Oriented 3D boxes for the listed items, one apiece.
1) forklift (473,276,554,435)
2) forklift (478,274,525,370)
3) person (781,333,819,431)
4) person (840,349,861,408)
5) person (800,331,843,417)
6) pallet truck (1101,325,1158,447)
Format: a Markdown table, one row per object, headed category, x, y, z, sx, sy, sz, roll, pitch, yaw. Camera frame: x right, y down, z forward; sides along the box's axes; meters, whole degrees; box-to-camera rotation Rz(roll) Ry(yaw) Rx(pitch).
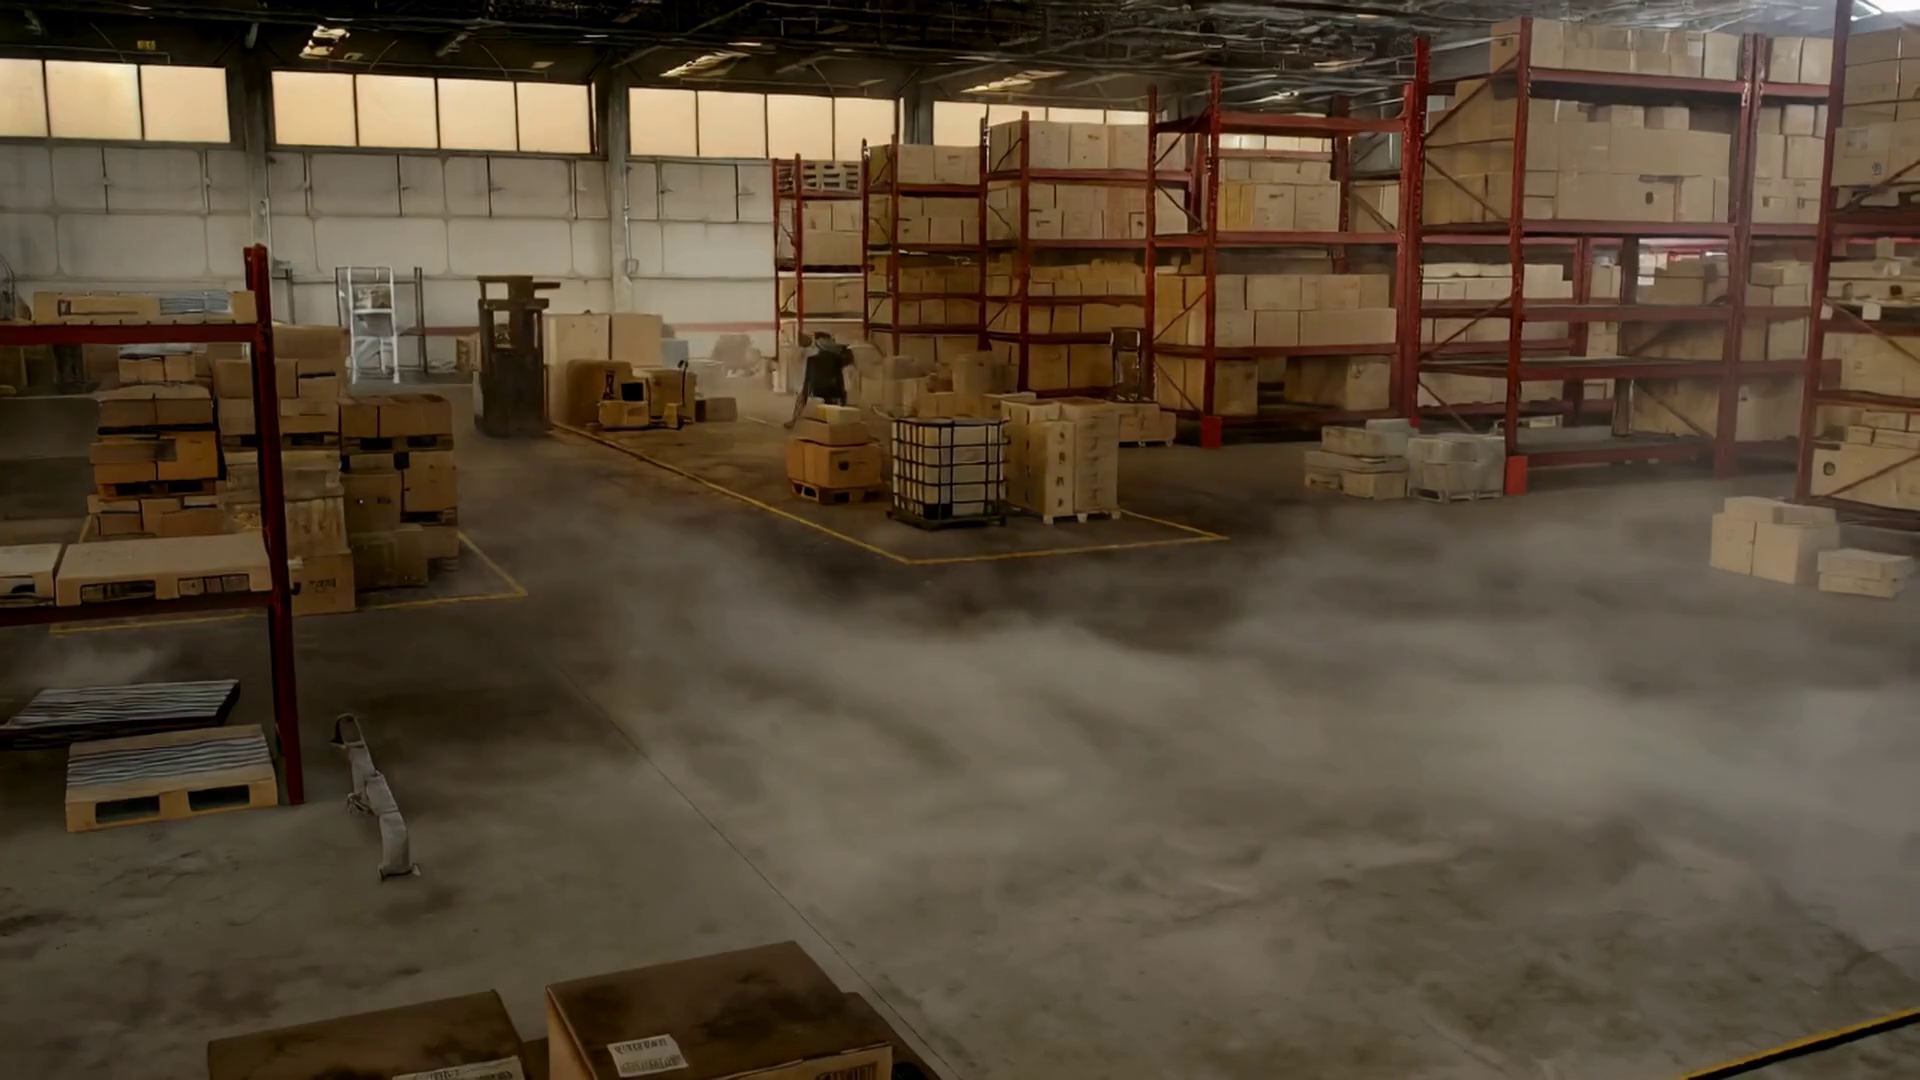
| category | x | y | z | sx | sy | sz | roll | pitch | yaw |
| --- | --- | --- | --- | --- | --- | --- | --- | --- | --- |
| forklift | -8.118 | -3.357 | 29.916 | 1.129 | 2.768 | 1.873 | -4 | 10 | -26 |
| forklift | -11.297 | -5.373 | 42.422 | 1.873 | 2.768 | 1.129 | -4 | 10 | -25 |
| person | -2.741 | -2.848 | 30.147 | 0.948 | 1.795 | 0.622 | -4 | 10 | -25 |
| person | -1.743 | -2.159 | 26.155 | 0.319 | 1.692 | 0.533 | 4 | 10 | 24 |
| person | -2.138 | -2.247 | 25.833 | 0.657 | 1.985 | 0.487 | -6 | 11 | -32 |
| pallet truck | 2.881 | -2.596 | 27.923 | 0.823 | 1.965 | 1.885 | -1 | 9 | -7 |
